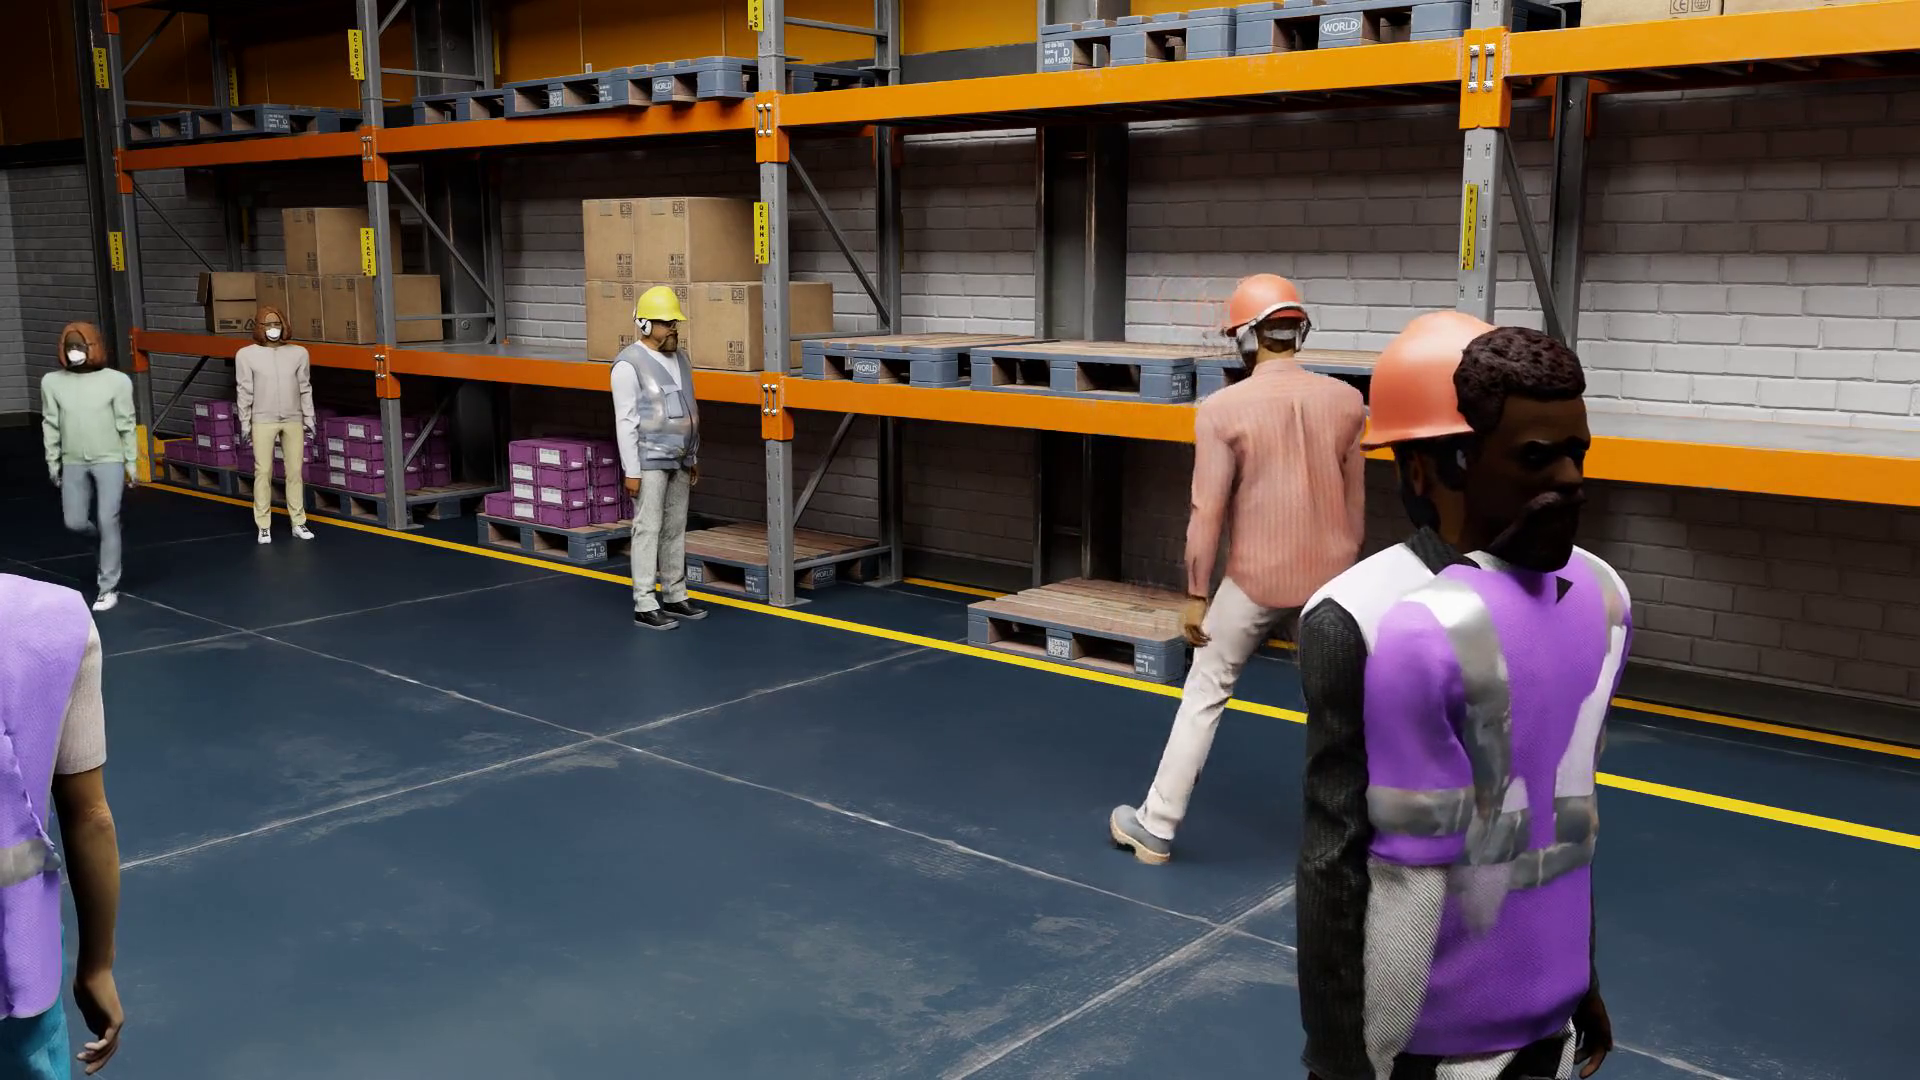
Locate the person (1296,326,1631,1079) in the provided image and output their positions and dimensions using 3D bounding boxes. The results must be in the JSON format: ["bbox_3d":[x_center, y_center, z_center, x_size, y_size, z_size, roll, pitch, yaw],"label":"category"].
[{"bbox_3d":[0.714,0.651,2.426,0.596,1.916,0.373,-6,12,-32],"label":"person"}]

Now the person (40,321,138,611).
[{"bbox_3d":[-4.893,-0.432,9.433,0.505,1.622,0.530,-1,10,-7],"label":"person"}]

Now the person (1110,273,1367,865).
[{"bbox_3d":[0.955,0.118,5.408,0.786,1.953,0.535,-3,10,-14],"label":"person"}]

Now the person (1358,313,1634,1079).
[{"bbox_3d":[0.712,0.642,2.441,0.542,1.931,0.376,-9,13,-41],"label":"person"}]

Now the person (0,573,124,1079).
[{"bbox_3d":[-1.494,0.690,2.394,0.390,1.850,0.565,9,13,42],"label":"person"}]

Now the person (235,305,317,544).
[{"bbox_3d":[-4.705,-0.796,11.473,0.509,1.632,0.267,-8,13,-38],"label":"person"}]

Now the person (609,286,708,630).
[{"bbox_3d":[-1.595,-0.437,8.899,0.403,1.825,0.587,5,11,26],"label":"person"}]
